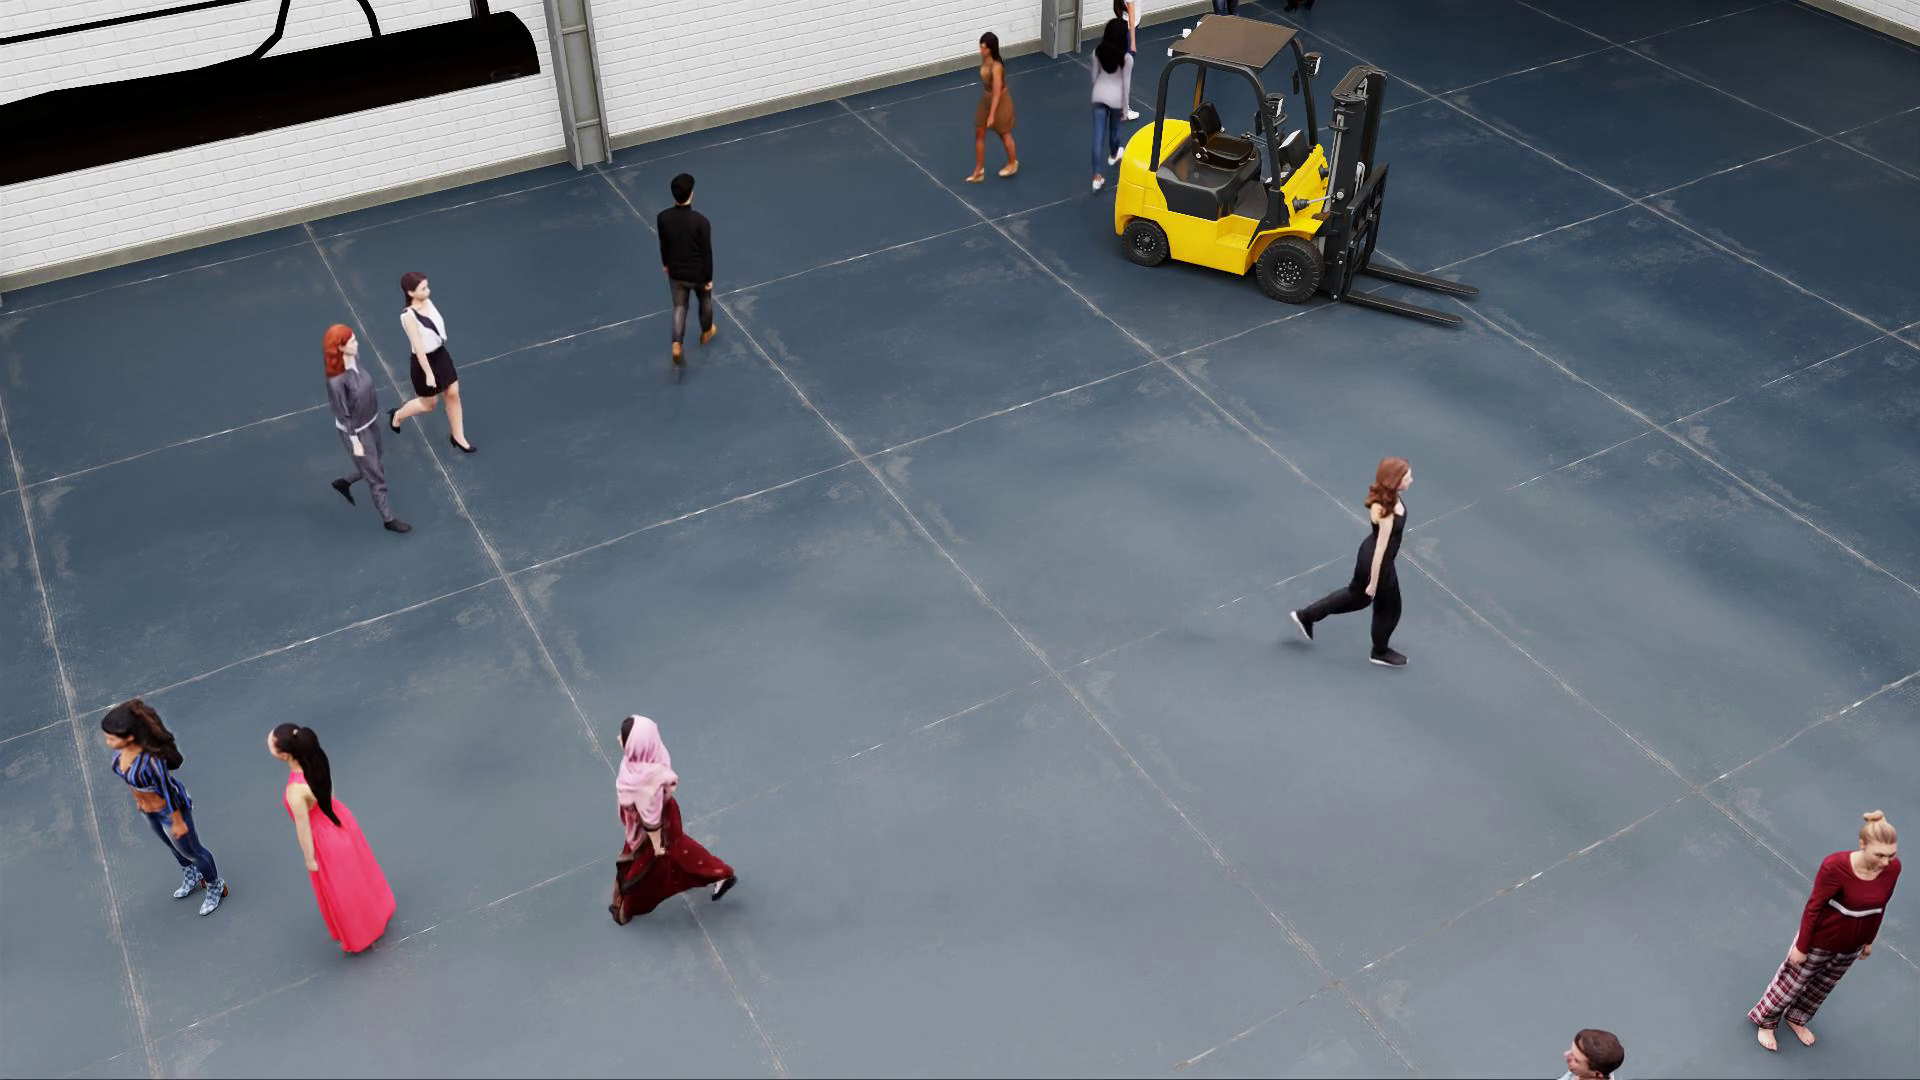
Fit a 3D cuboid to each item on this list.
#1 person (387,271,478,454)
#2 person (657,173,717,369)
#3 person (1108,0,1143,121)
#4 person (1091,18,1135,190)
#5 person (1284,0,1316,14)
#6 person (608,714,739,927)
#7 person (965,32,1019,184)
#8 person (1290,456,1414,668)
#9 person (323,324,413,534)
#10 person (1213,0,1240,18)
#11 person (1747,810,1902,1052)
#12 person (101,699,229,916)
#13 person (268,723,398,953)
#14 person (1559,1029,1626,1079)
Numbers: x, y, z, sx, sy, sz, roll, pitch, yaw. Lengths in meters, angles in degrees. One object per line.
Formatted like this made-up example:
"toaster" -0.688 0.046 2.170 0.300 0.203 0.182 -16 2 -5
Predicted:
"person" -4.272 -1.374 13.182 0.995 1.629 0.916 7 39 8
"person" -2.359 -2.290 14.277 1.099 1.694 1.102 5 39 7
"person" 1.798 -5.505 18.240 0.606 1.773 0.639 -9 40 -12
"person" 1.481 -4.392 16.913 1.049 1.689 1.186 14 41 17
"person" 4.330 -7.468 20.710 0.565 1.757 0.740 -15 41 -18
"person" -1.681 1.584 9.491 1.121 1.612 0.948 -2 39 -2
"person" 0.411 -4.424 16.995 0.819 1.636 0.582 -15 41 -18
"person" 2.715 0.131 11.220 1.117 1.725 1.025 8 39 9
"person" -4.532 -0.820 12.383 0.990 1.761 0.911 9 39 11
"person" 3.150 -6.626 19.545 0.494 1.896 0.730 -18 42 -22
"person" 4.613 2.085 8.796 0.574 1.697 0.735 -5 39 -7
"person" -4.567 1.537 9.545 0.697 1.619 0.692 24 44 27
"person" -3.529 1.659 9.309 0.741 1.723 0.707 1 39 2
"person" 2.871 2.918 7.670 1.269 1.800 1.154 7 39 8
